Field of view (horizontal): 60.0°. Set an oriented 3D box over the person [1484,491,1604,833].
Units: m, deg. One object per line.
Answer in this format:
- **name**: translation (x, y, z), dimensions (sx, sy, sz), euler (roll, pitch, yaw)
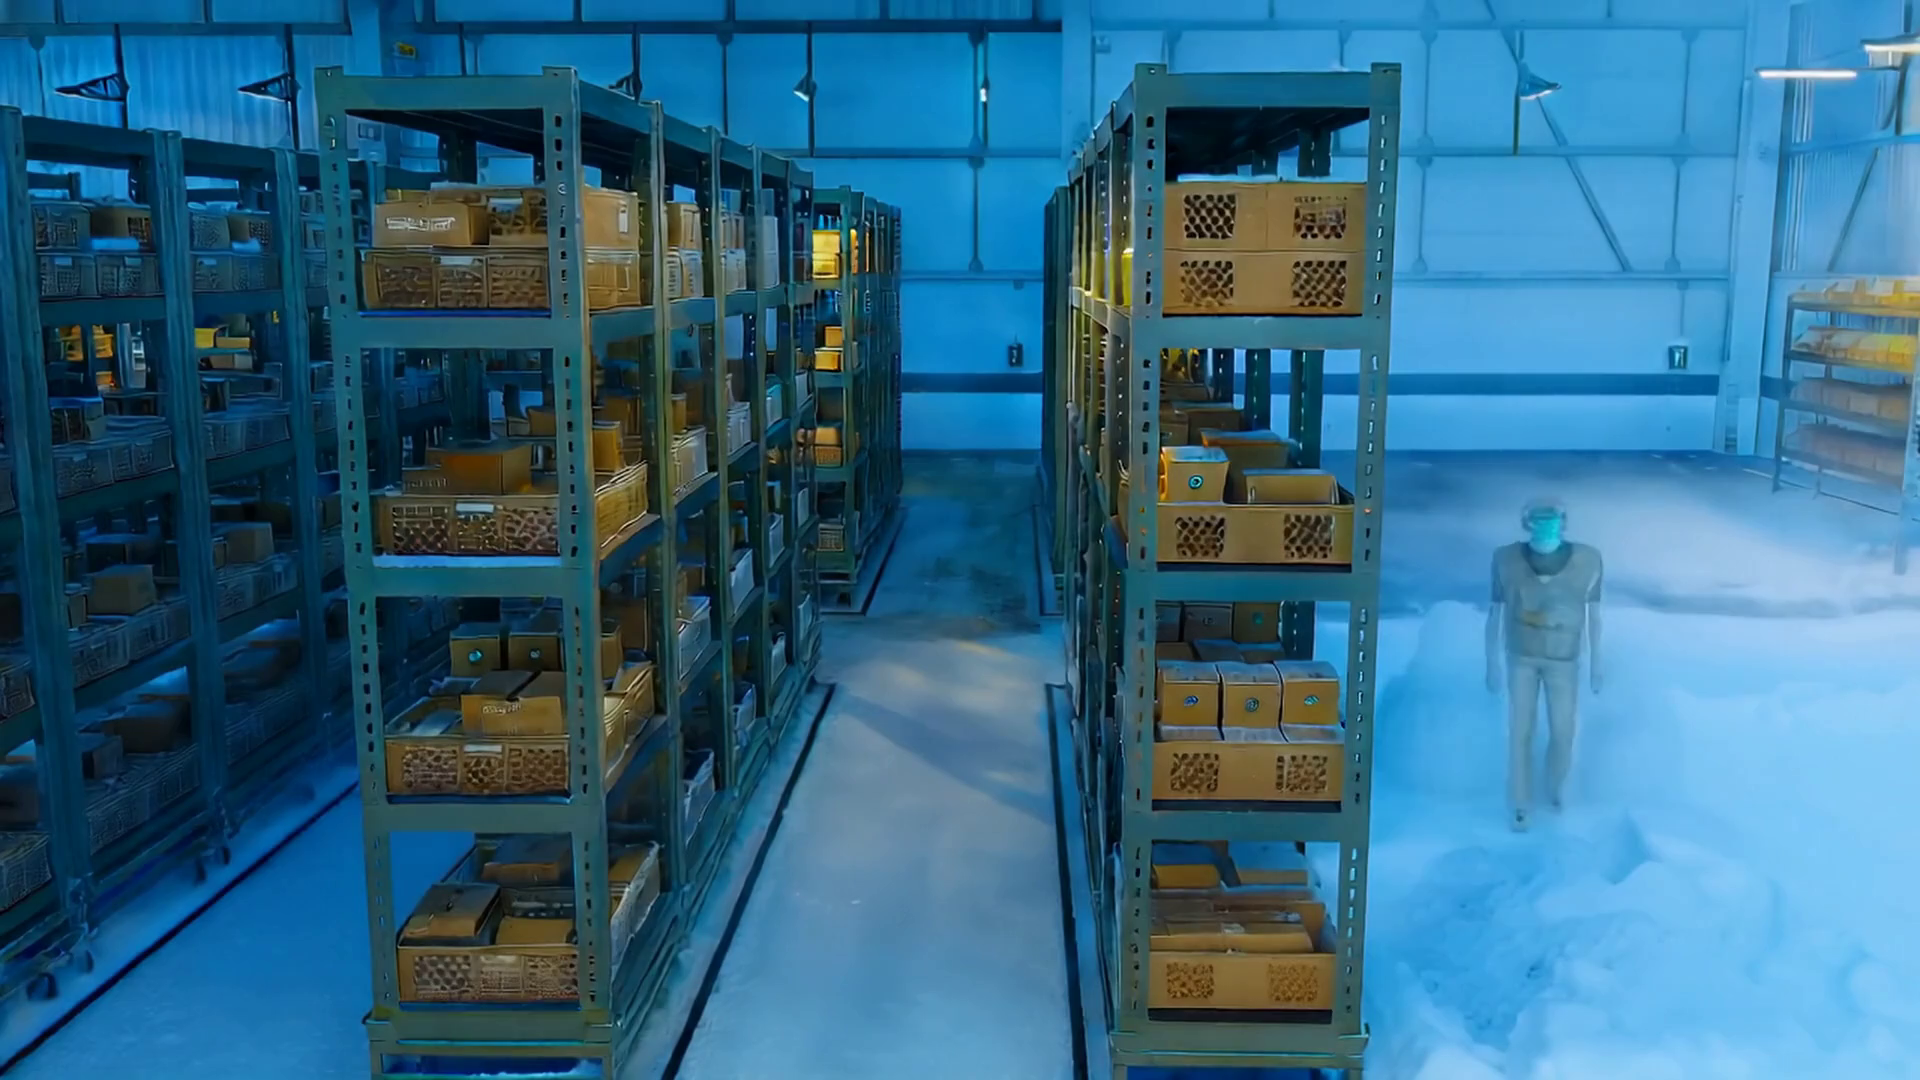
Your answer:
- **person**: translation (3.056, 0.641, 8.747), dimensions (0.592, 1.827, 0.444), euler (4, 10, 20)
